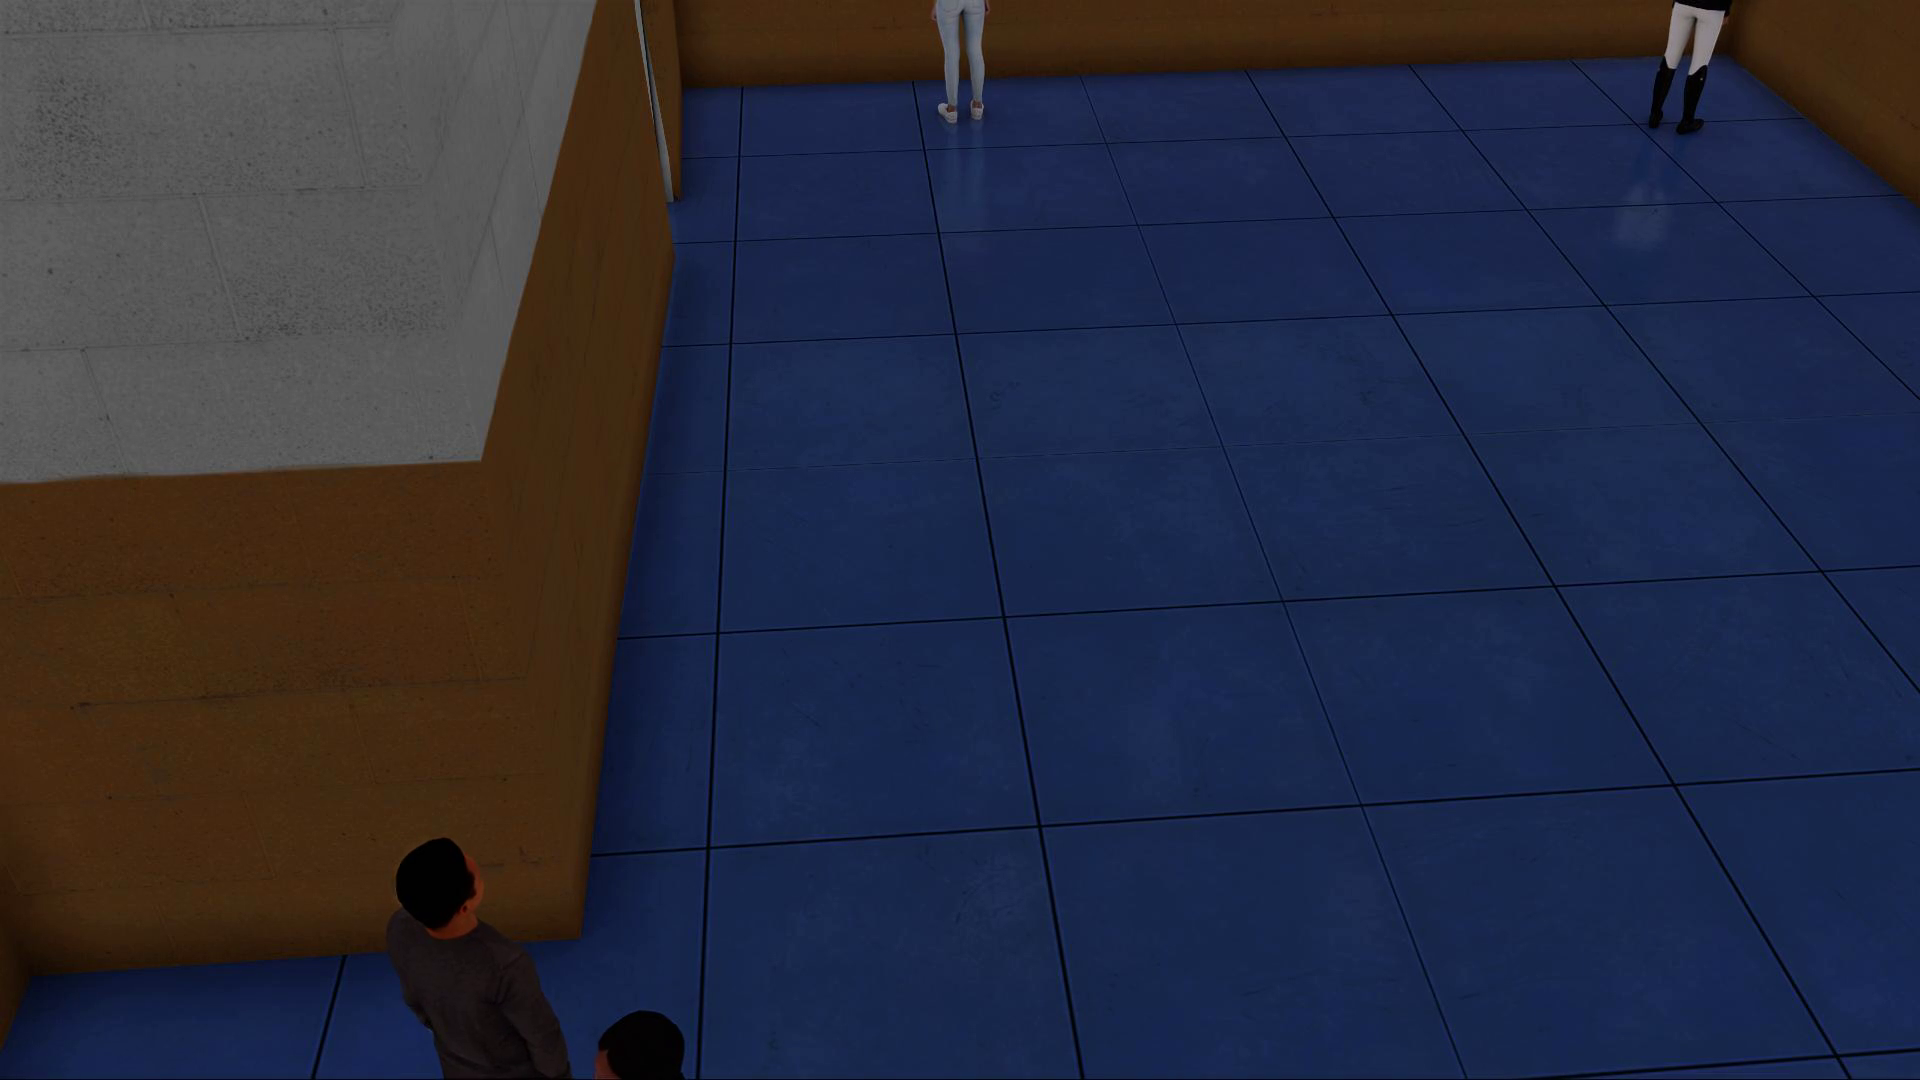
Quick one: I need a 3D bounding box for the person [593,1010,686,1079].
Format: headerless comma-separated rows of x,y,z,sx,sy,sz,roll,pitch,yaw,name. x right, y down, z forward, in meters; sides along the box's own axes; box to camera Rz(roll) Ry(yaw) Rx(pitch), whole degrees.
-0.776,1.835,4.380,0.665,1.743,0.716,29,46,33,person

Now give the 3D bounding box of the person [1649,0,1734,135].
5.260,-3.766,11.840,0.666,1.728,0.724,27,45,32,person

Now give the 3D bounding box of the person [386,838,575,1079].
-1.355,1.504,4.800,0.646,1.768,0.780,-12,38,-15,person

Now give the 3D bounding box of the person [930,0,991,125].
0.002,-3.889,12.001,0.516,1.749,0.686,-9,38,-11,person
